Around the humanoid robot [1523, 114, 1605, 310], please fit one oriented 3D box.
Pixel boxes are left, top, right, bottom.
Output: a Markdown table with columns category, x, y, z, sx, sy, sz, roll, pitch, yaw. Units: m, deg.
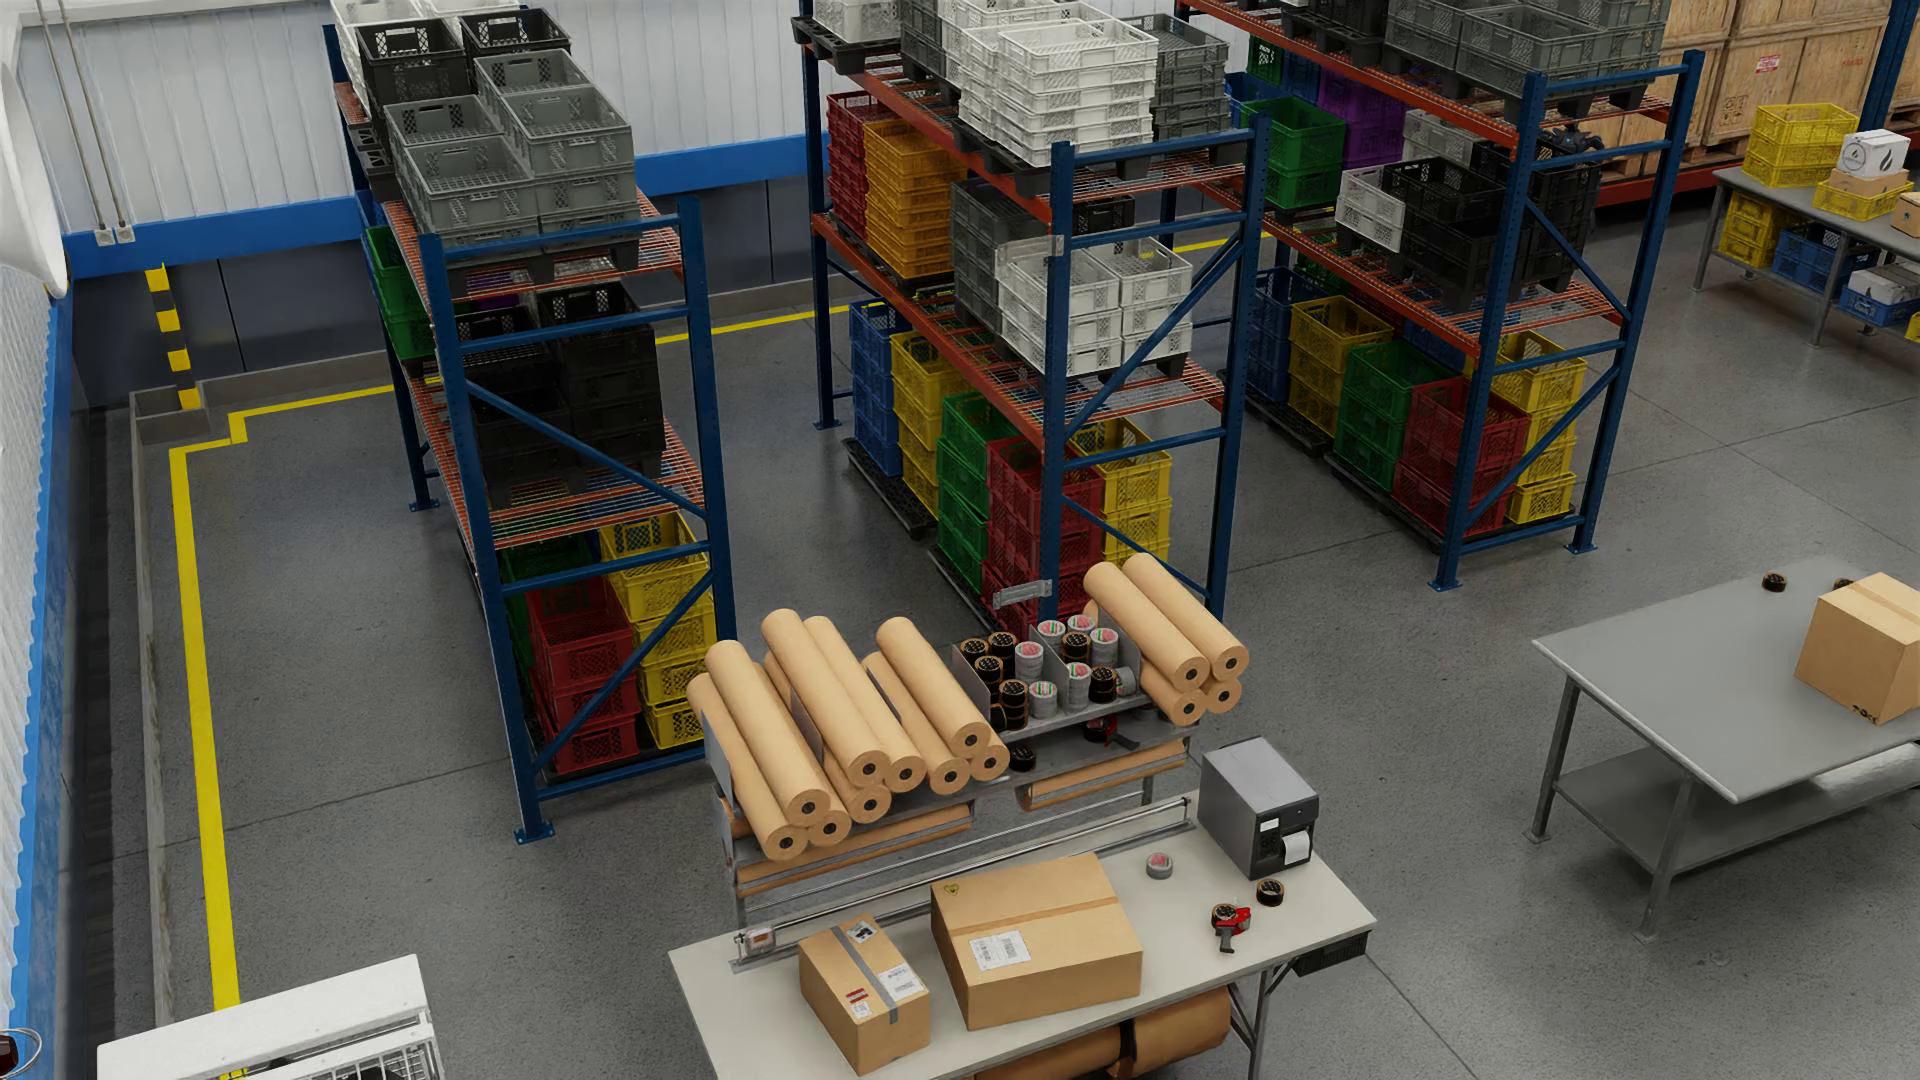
| category | x | y | z | sx | sy | sz | roll | pitch | yaw |
| --- | --- | --- | --- | --- | --- | --- | --- | --- | --- |
| humanoid robot | 4.639 | -2.600 | 12.851 | 0.588 | 1.649 | 0.333 | 15 | 35 | 23 |
